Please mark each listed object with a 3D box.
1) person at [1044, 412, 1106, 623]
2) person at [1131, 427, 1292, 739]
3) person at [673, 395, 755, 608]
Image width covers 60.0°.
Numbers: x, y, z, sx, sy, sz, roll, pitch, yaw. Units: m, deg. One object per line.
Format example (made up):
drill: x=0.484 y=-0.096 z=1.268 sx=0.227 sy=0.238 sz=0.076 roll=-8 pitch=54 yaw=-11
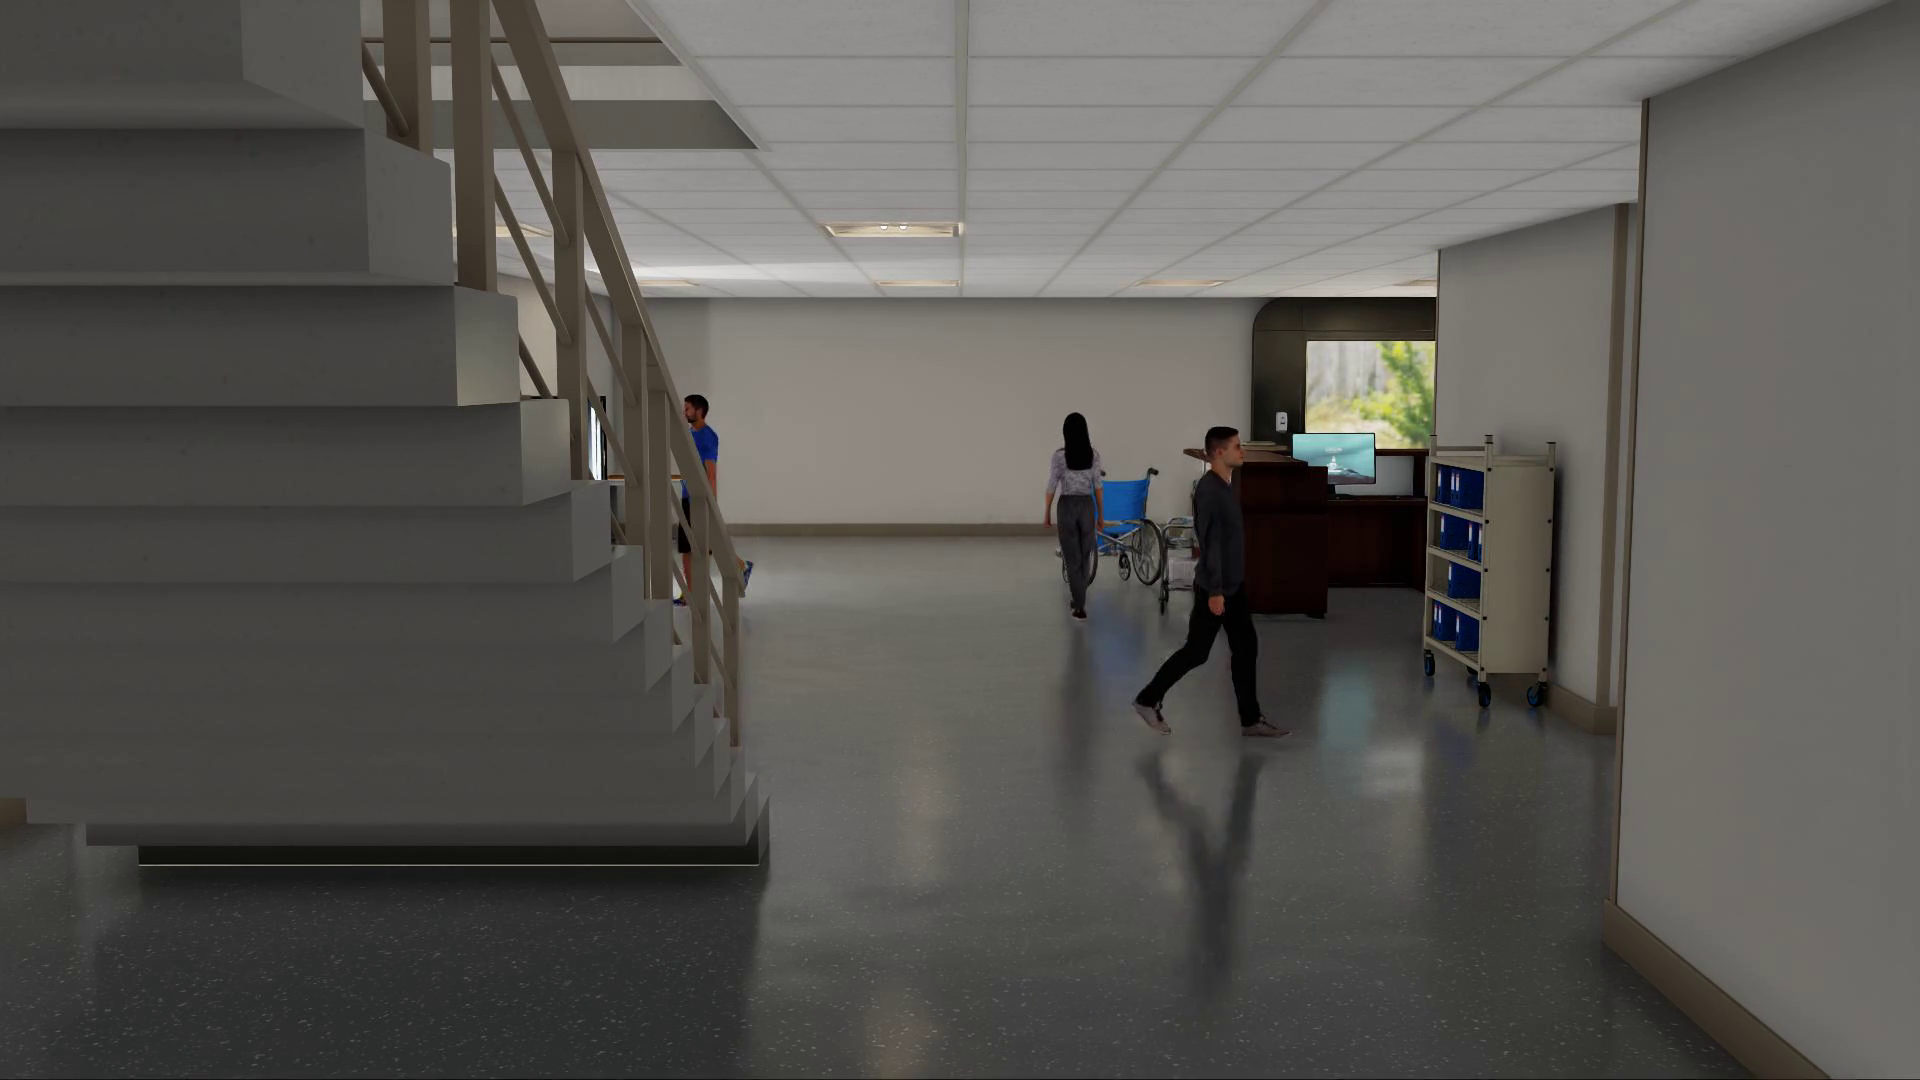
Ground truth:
person: x=0.976 y=-0.179 z=13.707 sx=0.707 sy=1.718 sz=0.829 roll=-1 pitch=6 yaw=-10
person: x=1.343 y=0.260 z=9.245 sx=0.966 sy=1.737 sz=1.151 roll=2 pitch=6 yaw=21
person: x=-2.212 y=-0.334 z=14.579 sx=1.080 sy=1.851 sz=1.066 roll=-5 pitch=7 yaw=-39
